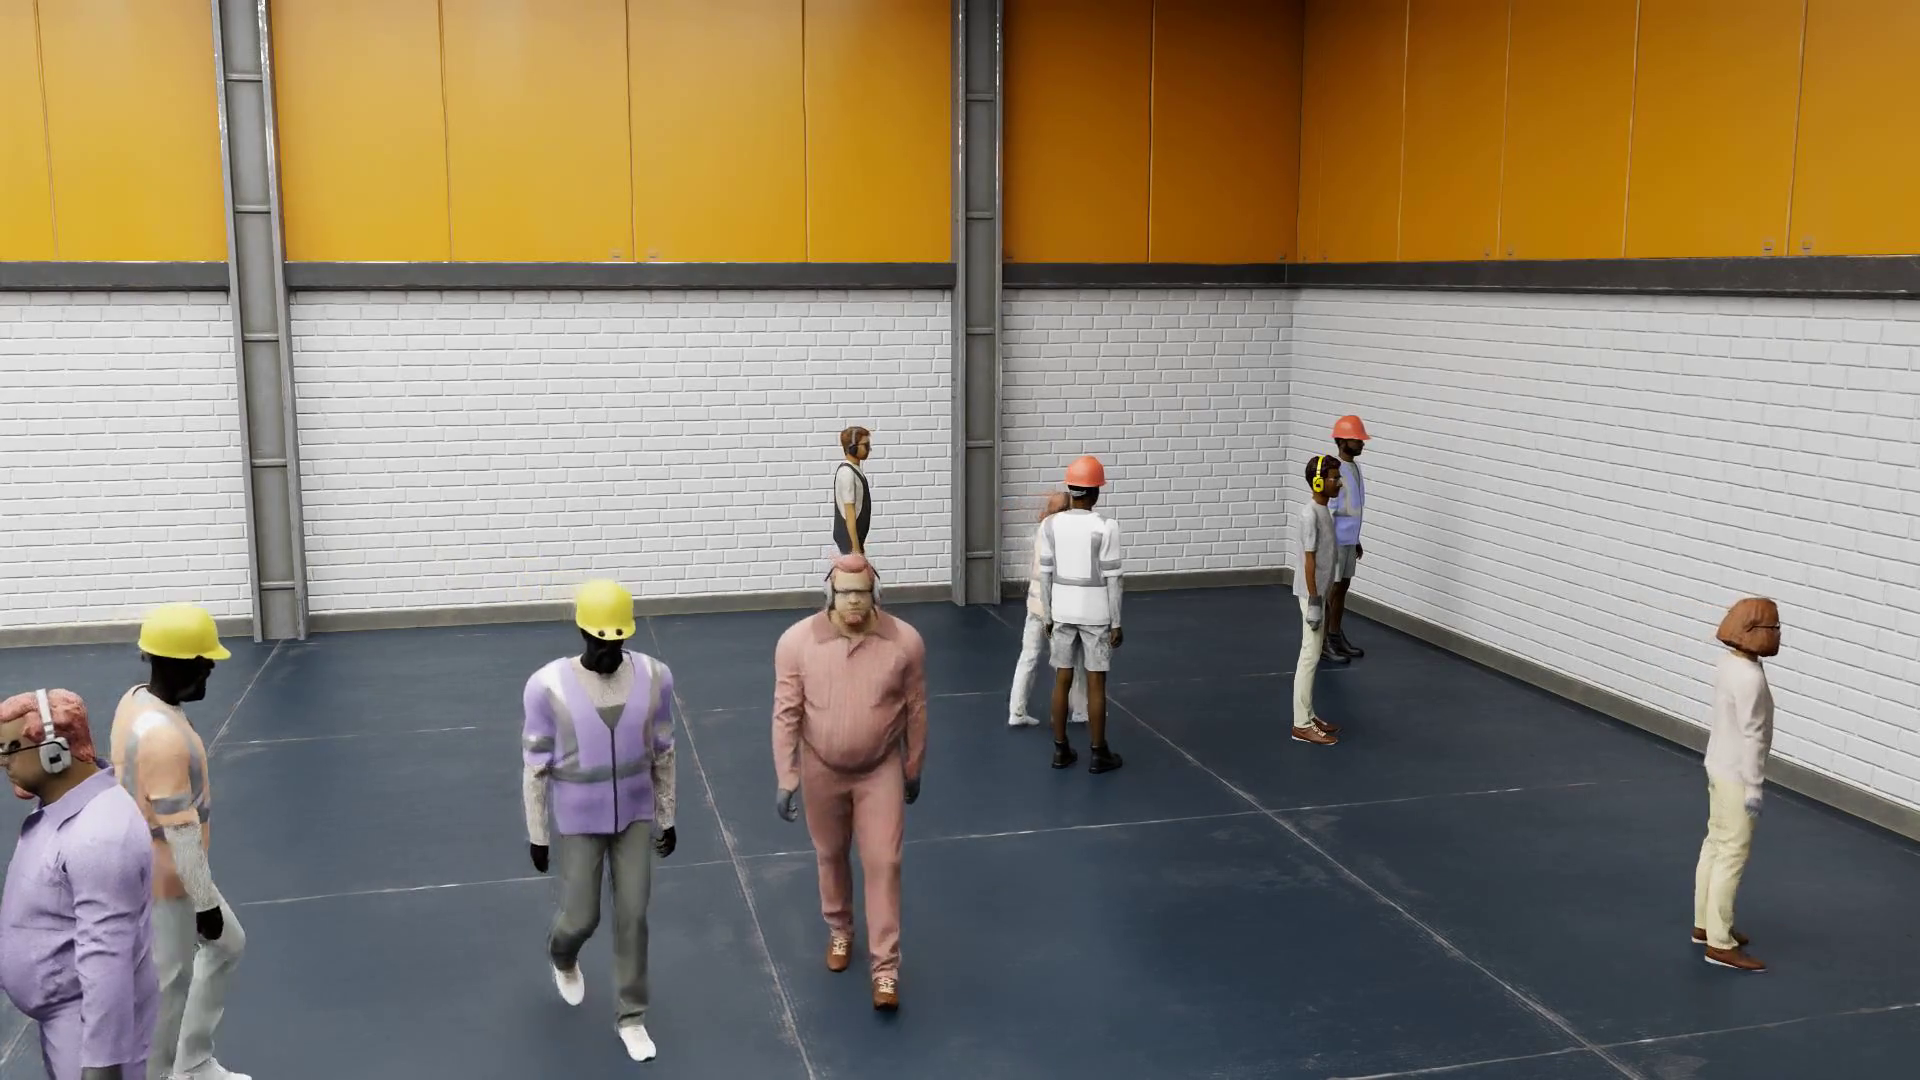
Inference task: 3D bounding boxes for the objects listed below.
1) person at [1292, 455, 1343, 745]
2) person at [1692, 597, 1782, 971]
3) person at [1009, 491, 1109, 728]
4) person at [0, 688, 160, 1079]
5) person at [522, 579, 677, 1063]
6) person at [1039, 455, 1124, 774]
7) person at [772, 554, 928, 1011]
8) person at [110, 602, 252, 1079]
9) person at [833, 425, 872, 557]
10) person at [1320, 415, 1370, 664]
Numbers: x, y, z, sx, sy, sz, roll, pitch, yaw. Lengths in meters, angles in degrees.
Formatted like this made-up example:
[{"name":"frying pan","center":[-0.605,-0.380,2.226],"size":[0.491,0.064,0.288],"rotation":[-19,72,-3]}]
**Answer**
[{"name":"person","center":[2.335,0.378,10.816],"size":[0.329,1.872,0.508],"rotation":[3,9,16]},{"name":"person","center":[3.436,1.053,7.339],"size":[0.270,1.633,0.505],"rotation":[2,9,12]},{"name":"person","center":[0.667,0.464,11.065],"size":[0.772,1.596,0.635],"rotation":[-4,10,-21]},{"name":"person","center":[-2.484,1.346,4.701],"size":[0.401,1.896,0.659],"rotation":[-7,11,-37]},{"name":"person","center":[-1.423,1.053,6.528],"size":[0.597,1.895,0.672],"rotation":[-5,10,-29]},{"name":"person","center":[0.751,0.452,10.137],"size":[0.542,1.939,0.362],"rotation":[5,10,28]},{"name":"person","center":[-0.459,0.999,6.960],"size":[0.651,1.868,0.943],"rotation":[0,9,-2]},{"name":"person","center":[-2.719,1.151,5.880],"size":[0.580,1.899,0.609],"rotation":[-5,11,-30]},{"name":"person","center":[-0.829,0.015,13.161],"size":[0.345,1.846,0.508],"rotation":[-1,9,-3]},{"name":"person","center":[3.012,-0.013,13.037],"size":[0.362,1.939,0.542],"rotation":[7,11,36]}]
